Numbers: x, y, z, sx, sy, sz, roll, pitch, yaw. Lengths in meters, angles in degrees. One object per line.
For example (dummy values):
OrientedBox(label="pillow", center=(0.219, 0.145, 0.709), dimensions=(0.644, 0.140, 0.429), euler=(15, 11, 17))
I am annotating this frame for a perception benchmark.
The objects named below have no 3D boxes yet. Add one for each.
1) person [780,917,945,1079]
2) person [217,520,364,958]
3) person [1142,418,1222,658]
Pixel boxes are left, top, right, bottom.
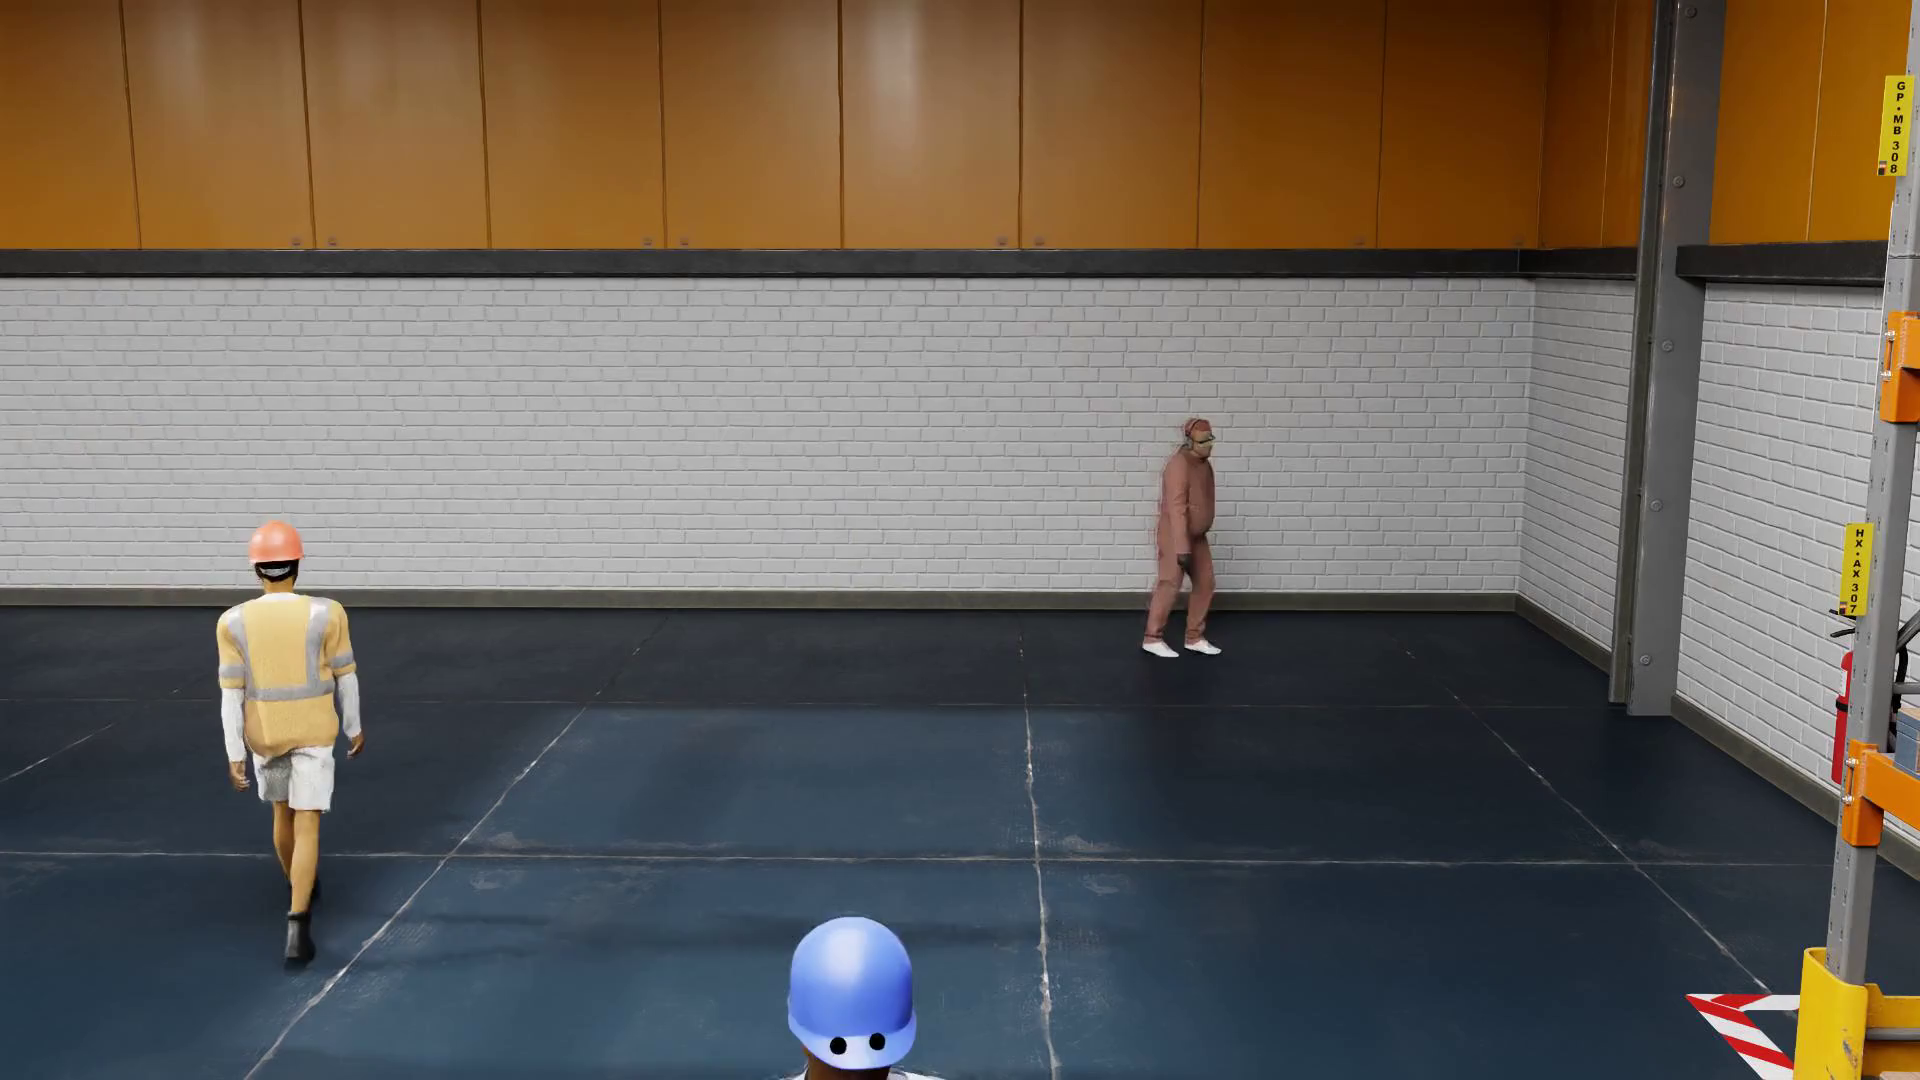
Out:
OrientedBox(label="person", center=(-0.197, 1.578, 2.925), dimensions=(0.632, 1.935, 0.594), euler=(-1, 10, -6))
OrientedBox(label="person", center=(-2.976, 0.862, 7.384), dimensions=(0.550, 1.896, 0.980), euler=(-1, 10, -7))
OrientedBox(label="person", center=(1.702, -0.001, 12.611), dimensions=(0.714, 1.865, 0.664), euler=(6, 11, 32))
